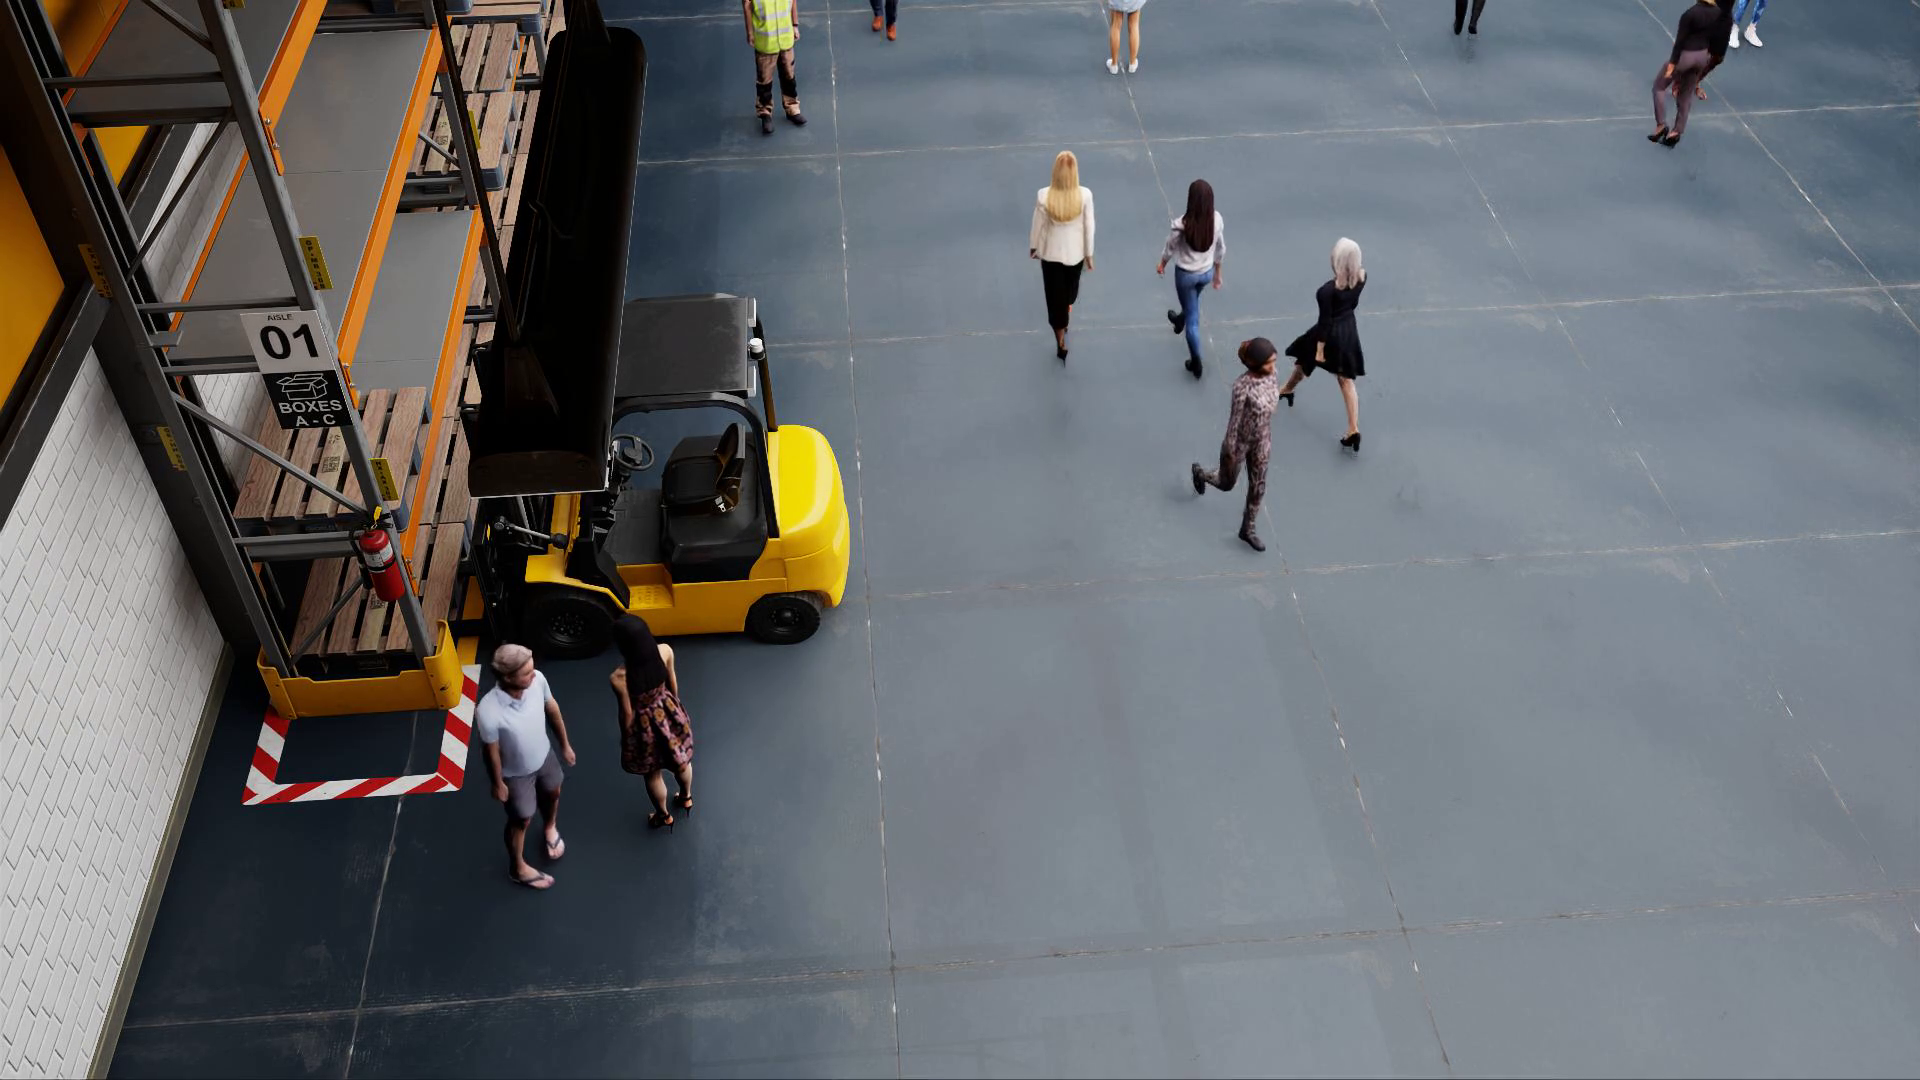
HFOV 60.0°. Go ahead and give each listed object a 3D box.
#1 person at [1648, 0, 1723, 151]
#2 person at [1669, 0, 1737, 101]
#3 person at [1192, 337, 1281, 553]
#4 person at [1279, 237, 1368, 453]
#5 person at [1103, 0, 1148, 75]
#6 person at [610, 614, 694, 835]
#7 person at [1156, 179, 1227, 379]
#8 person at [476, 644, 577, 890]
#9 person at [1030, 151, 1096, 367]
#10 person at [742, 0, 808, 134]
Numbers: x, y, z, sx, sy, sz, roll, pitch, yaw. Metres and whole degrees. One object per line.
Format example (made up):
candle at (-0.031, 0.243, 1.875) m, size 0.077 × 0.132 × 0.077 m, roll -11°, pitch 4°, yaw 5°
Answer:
person at (6.838, -4.396, 15.539) m, size 0.696 × 1.655 × 0.679 m, roll -14°, pitch 45°, yaw -14°
person at (7.279, -5.018, 16.167) m, size 0.745 × 1.690 × 0.785 m, roll -31°, pitch 52°, yaw -29°
person at (1.955, -0.716, 11.648) m, size 0.871 × 1.694 × 1.108 m, roll -24°, pitch 48°, yaw -23°
person at (2.841, -1.426, 12.399) m, size 1.009 × 1.687 × 1.267 m, roll -25°, pitch 49°, yaw -24°
person at (1.664, -5.522, 16.667) m, size 0.600 × 1.729 × 0.540 m, roll -1°, pitch 44°, yaw -1°
person at (-1.796, 1.074, 9.709) m, size 0.803 × 1.777 × 0.855 m, roll -34°, pitch 53°, yaw -31°
person at (1.879, -2.017, 13.095) m, size 0.824 × 1.581 × 1.099 m, roll -17°, pitch 46°, yaw -17°
person at (-2.534, 1.219, 9.539) m, size 0.858 × 1.802 × 0.774 m, roll 31°, pitch 52°, yaw 28°
person at (0.813, -2.149, 13.047) m, size 0.663 × 1.839 × 0.767 m, roll -2°, pitch 44°, yaw -2°
person at (-1.771, -4.794, 15.819) m, size 0.813 × 1.845 × 0.841 m, roll -20°, pitch 47°, yaw -19°
